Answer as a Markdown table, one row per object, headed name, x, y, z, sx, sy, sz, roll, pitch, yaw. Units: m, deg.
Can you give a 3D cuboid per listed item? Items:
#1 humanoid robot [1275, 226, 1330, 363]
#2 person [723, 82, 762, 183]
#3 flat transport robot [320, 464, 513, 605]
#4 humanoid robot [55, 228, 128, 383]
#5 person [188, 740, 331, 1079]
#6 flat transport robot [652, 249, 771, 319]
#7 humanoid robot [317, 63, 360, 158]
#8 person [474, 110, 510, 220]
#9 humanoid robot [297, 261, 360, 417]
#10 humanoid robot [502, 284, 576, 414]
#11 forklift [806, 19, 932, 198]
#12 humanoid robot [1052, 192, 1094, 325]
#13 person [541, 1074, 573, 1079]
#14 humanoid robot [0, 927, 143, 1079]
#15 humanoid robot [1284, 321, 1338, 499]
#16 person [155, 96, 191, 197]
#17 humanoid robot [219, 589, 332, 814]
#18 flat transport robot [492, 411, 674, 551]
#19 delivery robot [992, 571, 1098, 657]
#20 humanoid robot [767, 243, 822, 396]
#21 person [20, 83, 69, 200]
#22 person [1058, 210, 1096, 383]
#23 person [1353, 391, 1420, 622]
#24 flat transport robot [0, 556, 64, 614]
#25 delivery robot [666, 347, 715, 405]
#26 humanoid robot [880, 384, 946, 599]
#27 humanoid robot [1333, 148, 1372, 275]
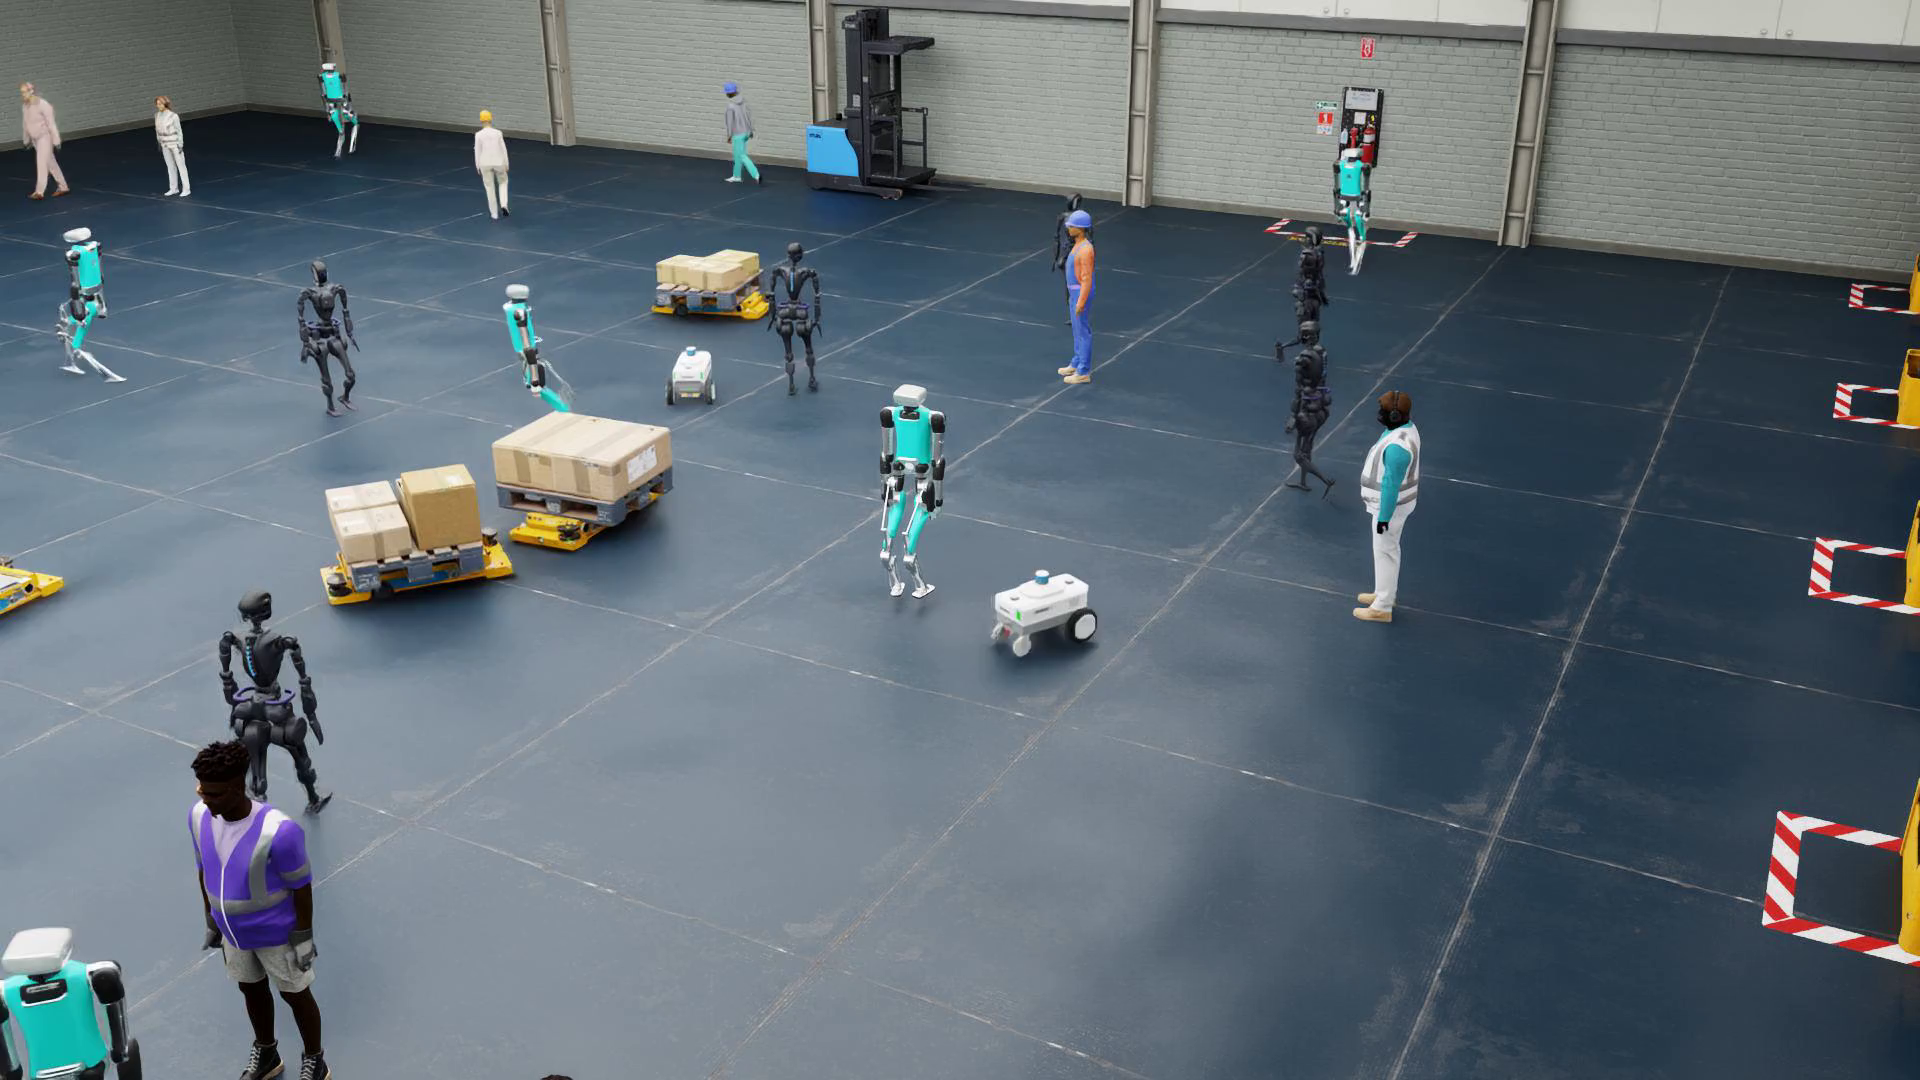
| name | x | y | z | sx | sy | sz | roll | pitch | yaw |
| --- | --- | --- | --- | --- | --- | --- | --- | --- | --- |
| humanoid robot | 3.912 | -2.749 | 18.784 | 0.503 | 1.648 | 0.612 | 17 | 28 | 34 |
| person | -3.725 | -6.974 | 28.542 | 0.775 | 1.731 | 0.581 | 11 | 25 | 23 |
| flat transport robot | -4.493 | 0.195 | 13.709 | 1.431 | 0.231 | 0.659 | -11 | 26 | -24 |
| humanoid robot | -9.805 | -2.552 | 18.314 | 1.000 | 1.782 | 0.530 | 3 | 23 | 6 |
| person | -3.299 | 1.805 | 7.812 | 0.604 | 1.966 | 0.374 | 8 | 24 | 17 |
| flat transport robot | -3.144 | -3.028 | 21.211 | 1.431 | 0.231 | 0.659 | 5 | 24 | 12 |
| humanoid robot | -11.481 | -7.973 | 30.880 | 0.544 | 1.769 | 0.903 | 1 | 23 | 2 |
| person | -7.315 | -5.866 | 26.012 | 0.513 | 1.681 | 0.393 | -8 | 24 | -17 |
| humanoid robot | -6.551 | -2.083 | 17.227 | 0.335 | 1.642 | 0.612 | 21 | 31 | 39 |
| humanoid robot | -3.976 | -1.581 | 16.037 | 0.689 | 1.831 | 0.542 | -10 | 25 | -22 |
| forklift | -1.573 | -7.292 | 27.850 | 1.873 | 2.768 | 1.129 | 12 | 26 | 25 |
| humanoid robot | 1.396 | -3.443 | 20.395 | 0.608 | 1.643 | 0.364 | 17 | 29 | 34 |
| person | -1.359 | 2.665 | 5.869 | 0.392 | 1.919 | 0.592 | 14 | 27 | 29 |
| humanoid robot | -3.537 | 2.442 | 6.635 | 0.535 | 1.730 | 1.002 | -7 | 24 | -16 |
| humanoid robot | 3.264 | -1.184 | 15.138 | 0.572 | 1.637 | 0.612 | 18 | 29 | 35 |
| person | -13.126 | -6.550 | 27.670 | 0.512 | 1.641 | 0.310 | 9 | 25 | 20 |
| humanoid robot | -4.170 | 1.055 | 10.002 | 0.600 | 1.638 | 0.791 | 3 | 23 | 7 |
| flat transport robot | -3.329 | -0.286 | 14.830 | 0.659 | 0.231 | 1.431 | 9 | 25 | 20 |
| delivery robot | 0.637 | 0.522 | 12.600 | 0.796 | 0.606 | 0.499 | -15 | 28 | -31 |
| humanoid robot | -1.797 | -2.404 | 18.006 | 0.603 | 1.654 | 0.548 | 1 | 23 | 3 |
| person | -15.233 | -6.546 | 27.373 | 0.683 | 1.866 | 0.907 | 14 | 27 | 30 |
| person | 1.311 | -2.680 | 18.324 | 0.360 | 1.911 | 0.521 | -2 | 23 | -5 |
| person | 3.287 | -0.266 | 12.807 | 0.431 | 1.835 | 0.618 | 6 | 24 | 14 |
| flat transport robot | -7.815 | 0.523 | 12.945 | 0.659 | 0.231 | 1.431 | 8 | 25 | 19 |
| delivery robot | -2.886 | -1.786 | 17.929 | 0.499 | 0.572 | 0.747 | 0 | 23 | -1 |
| humanoid robot | -0.440 | -0.315 | 12.866 | 0.533 | 1.677 | 0.735 | 8 | 24 | 18 |
| humanoid robot | 5.453 | -4.544 | 22.880 | 0.540 | 1.745 | 0.905 | 16 | 28 | 32 |
